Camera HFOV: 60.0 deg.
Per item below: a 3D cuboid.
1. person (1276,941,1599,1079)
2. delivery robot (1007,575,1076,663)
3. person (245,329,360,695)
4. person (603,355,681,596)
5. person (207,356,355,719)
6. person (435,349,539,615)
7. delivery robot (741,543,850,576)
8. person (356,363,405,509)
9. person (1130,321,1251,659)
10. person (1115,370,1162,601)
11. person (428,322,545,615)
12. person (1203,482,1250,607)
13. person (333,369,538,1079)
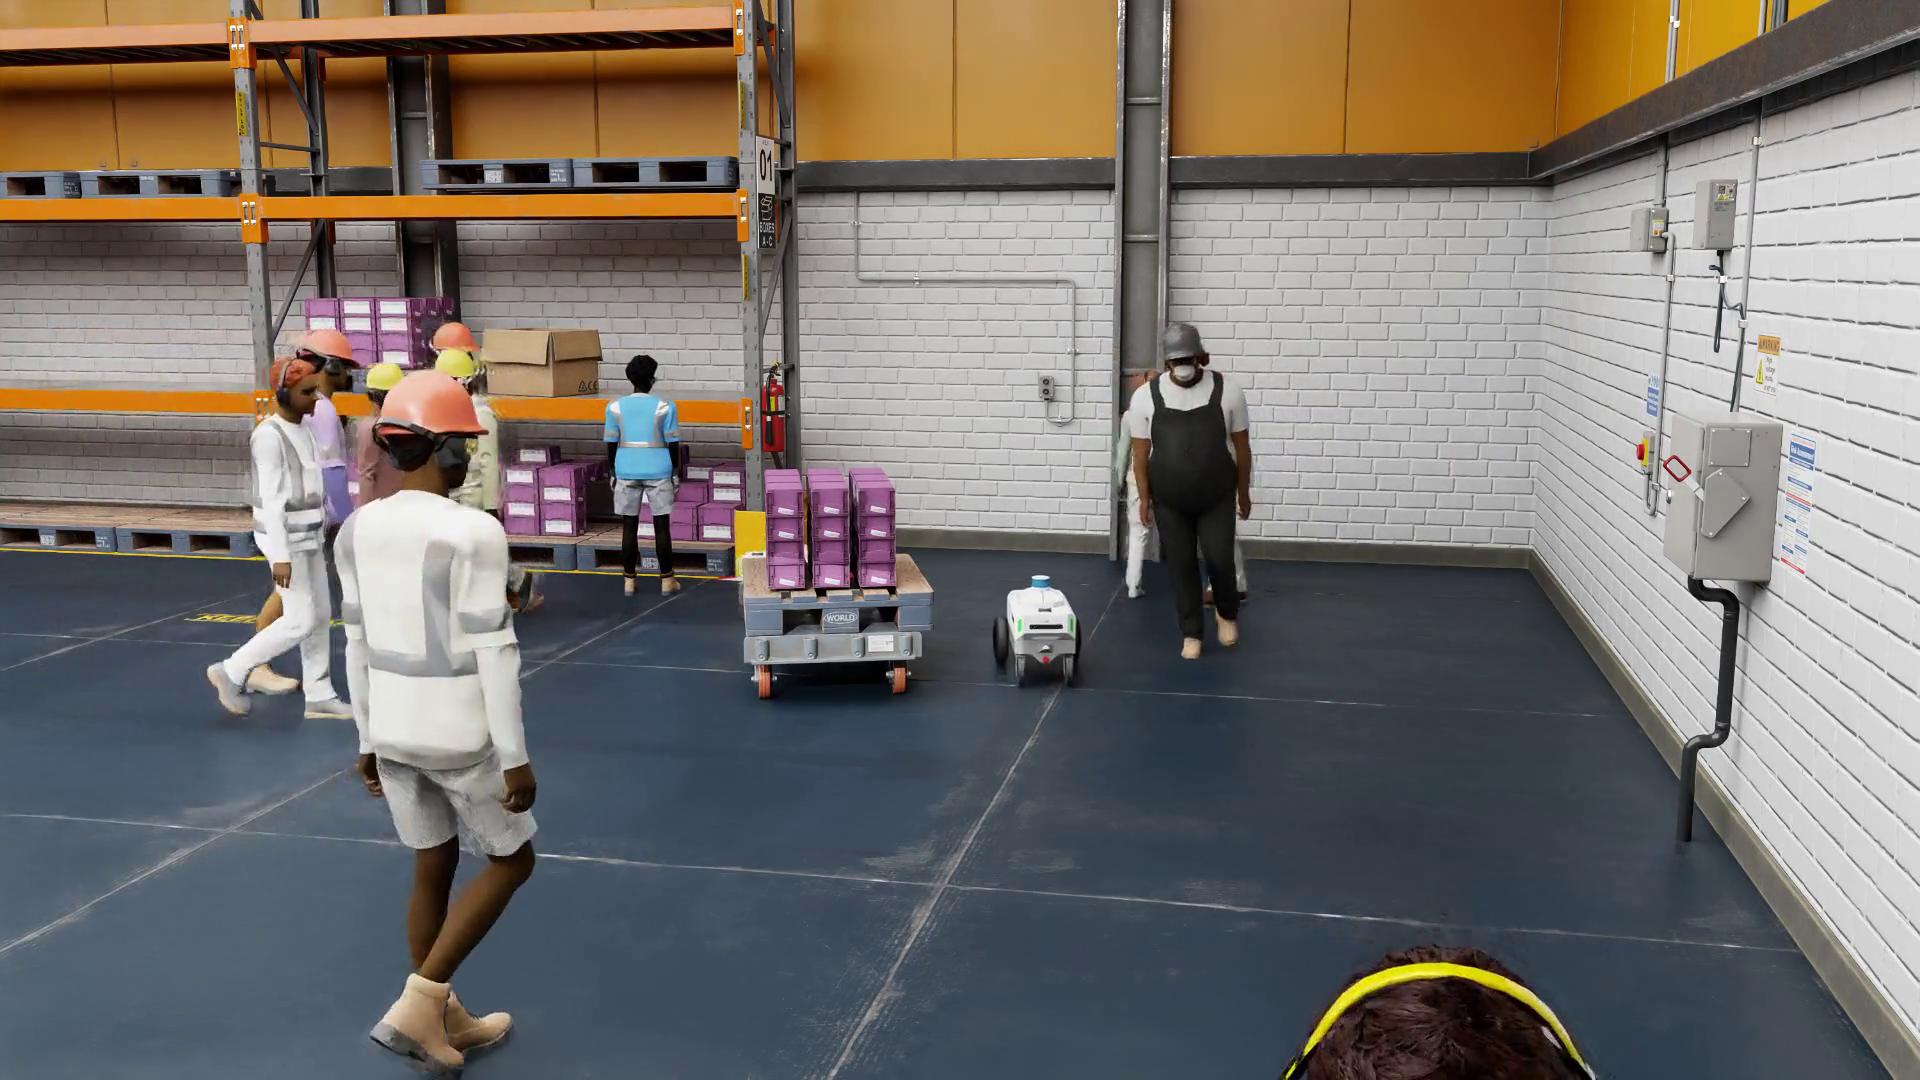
[{"bbox_3d":[0.378,1.182,1.374,0.520,1.850,0.722,3,10,15],"label":"person"},{"bbox_3d":[0.455,0.445,9.409,0.477,0.478,0.707,0,9,-2],"label":"delivery robot"},{"bbox_3d":[-3.466,-0.155,9.085,1.101,1.966,0.636,-4,10,-22],"label":"person"},{"bbox_3d":[-2.222,-0.446,11.646,0.519,1.690,0.325,0,9,2],"label":"person"},{"bbox_3d":[-3.400,0.024,8.299,0.613,1.866,0.608,0,9,-1],"label":"person"},{"bbox_3d":[-3.012,-0.304,10.460,0.692,1.808,0.598,-7,12,-37],"label":"person"},{"bbox_3d":[-1.070,0.198,10.902,0.707,0.478,0.477,1,9,3],"label":"delivery robot"},{"bbox_3d":[-3.302,-0.176,9.876,0.775,1.737,0.530,-1,9,-7],"label":"person"},{"bbox_3d":[1.347,-0.312,9.788,0.720,2.000,0.546,2,10,11],"label":"person"},{"bbox_3d":[1.368,-0.397,11.661,0.576,1.590,0.648,0,9,1],"label":"person"},{"bbox_3d":[-3.302,-0.454,10.955,1.025,1.940,0.621,0,9,-2],"label":"person"},{"bbox_3d":[1.715,-0.337,11.279,0.608,1.590,0.505,-4,10,-23],"label":"person"},{"bbox_3d":[-1.470,0.544,4.664,0.641,2.028,0.501,5,11,30],"label":"person"}]
